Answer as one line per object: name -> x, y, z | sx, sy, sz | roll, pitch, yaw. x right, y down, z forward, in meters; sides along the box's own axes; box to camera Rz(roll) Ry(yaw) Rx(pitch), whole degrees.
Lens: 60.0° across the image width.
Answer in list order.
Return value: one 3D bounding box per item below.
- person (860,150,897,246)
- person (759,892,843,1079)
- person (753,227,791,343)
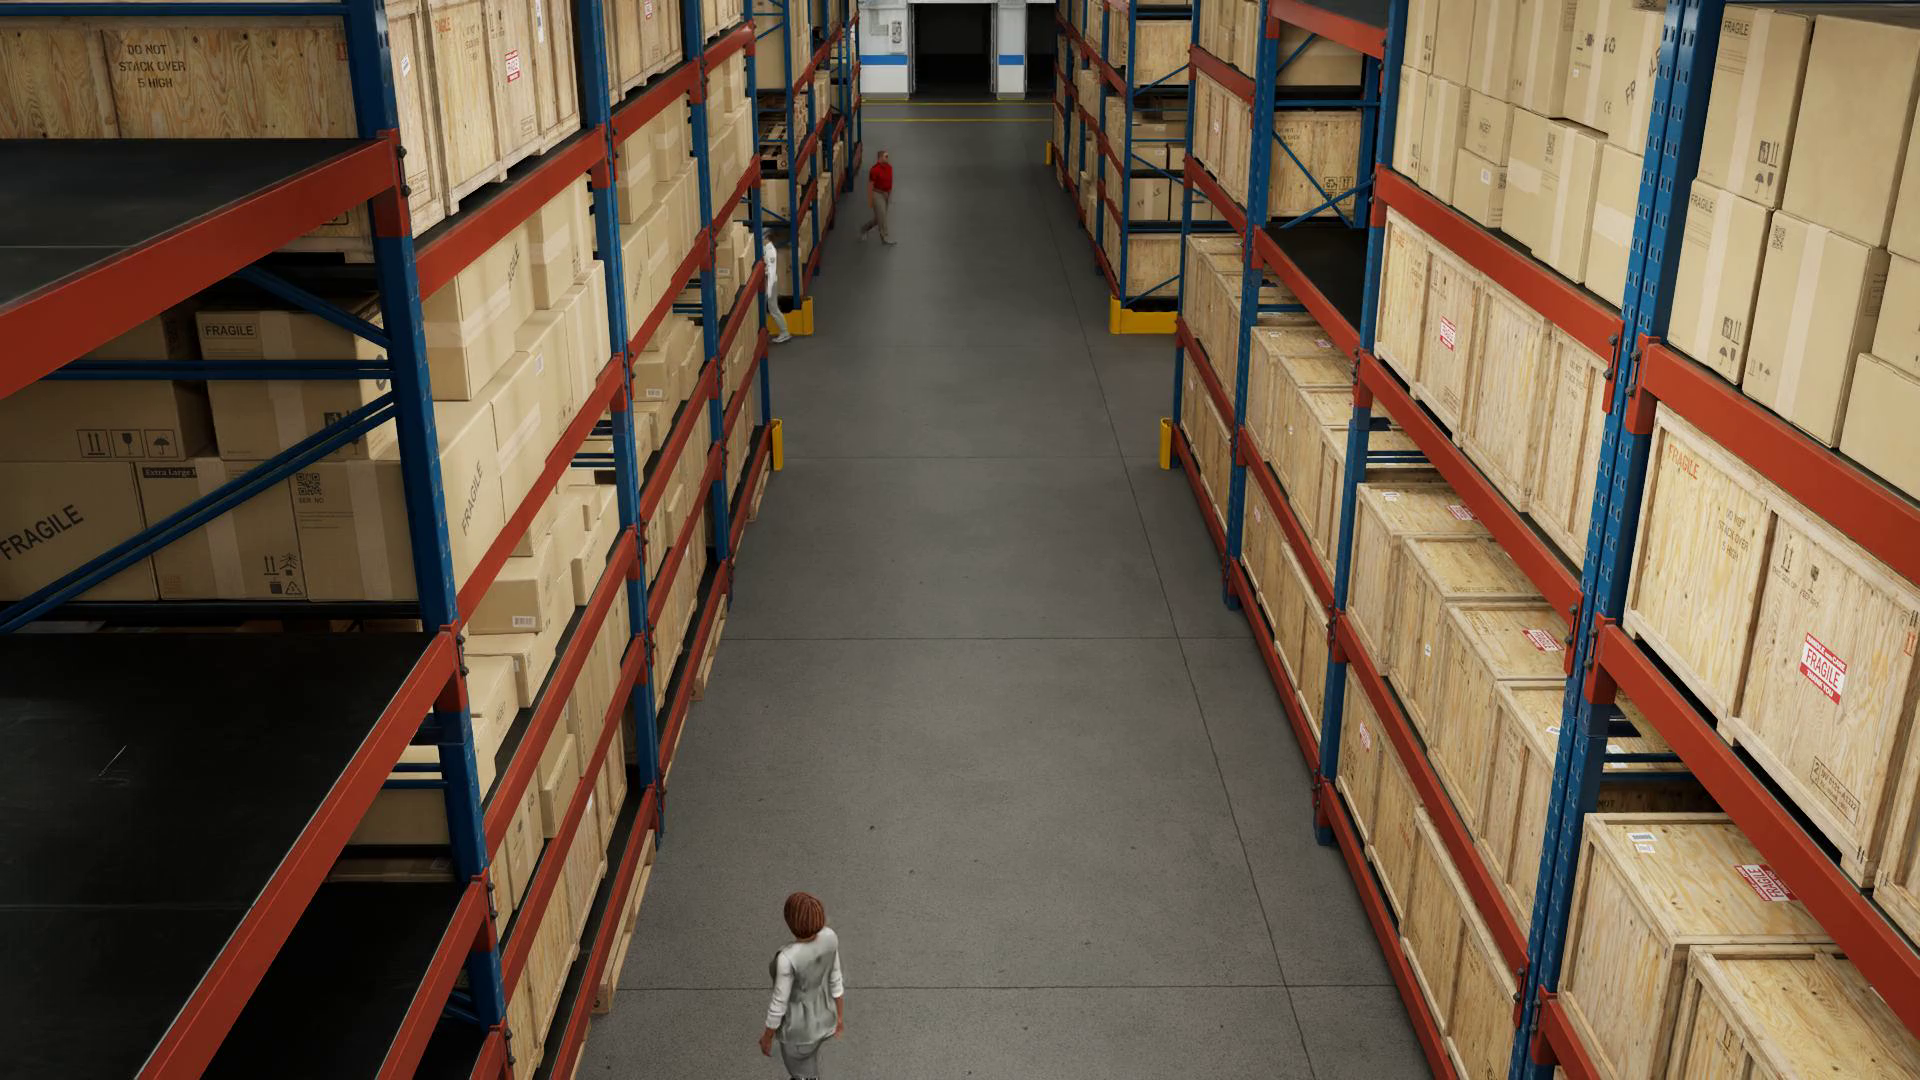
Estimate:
person -> -1.496, -6.329, 30.646 | 0.917, 1.702, 0.560 | 13, 25, 30
person -> -0.874, 2.455, 8.499 | 0.683, 1.595, 0.430 | 17, 27, 36
person -> -2.841, -3.666, 23.942 | 0.727, 1.659, 0.523 | -6, 22, -16
